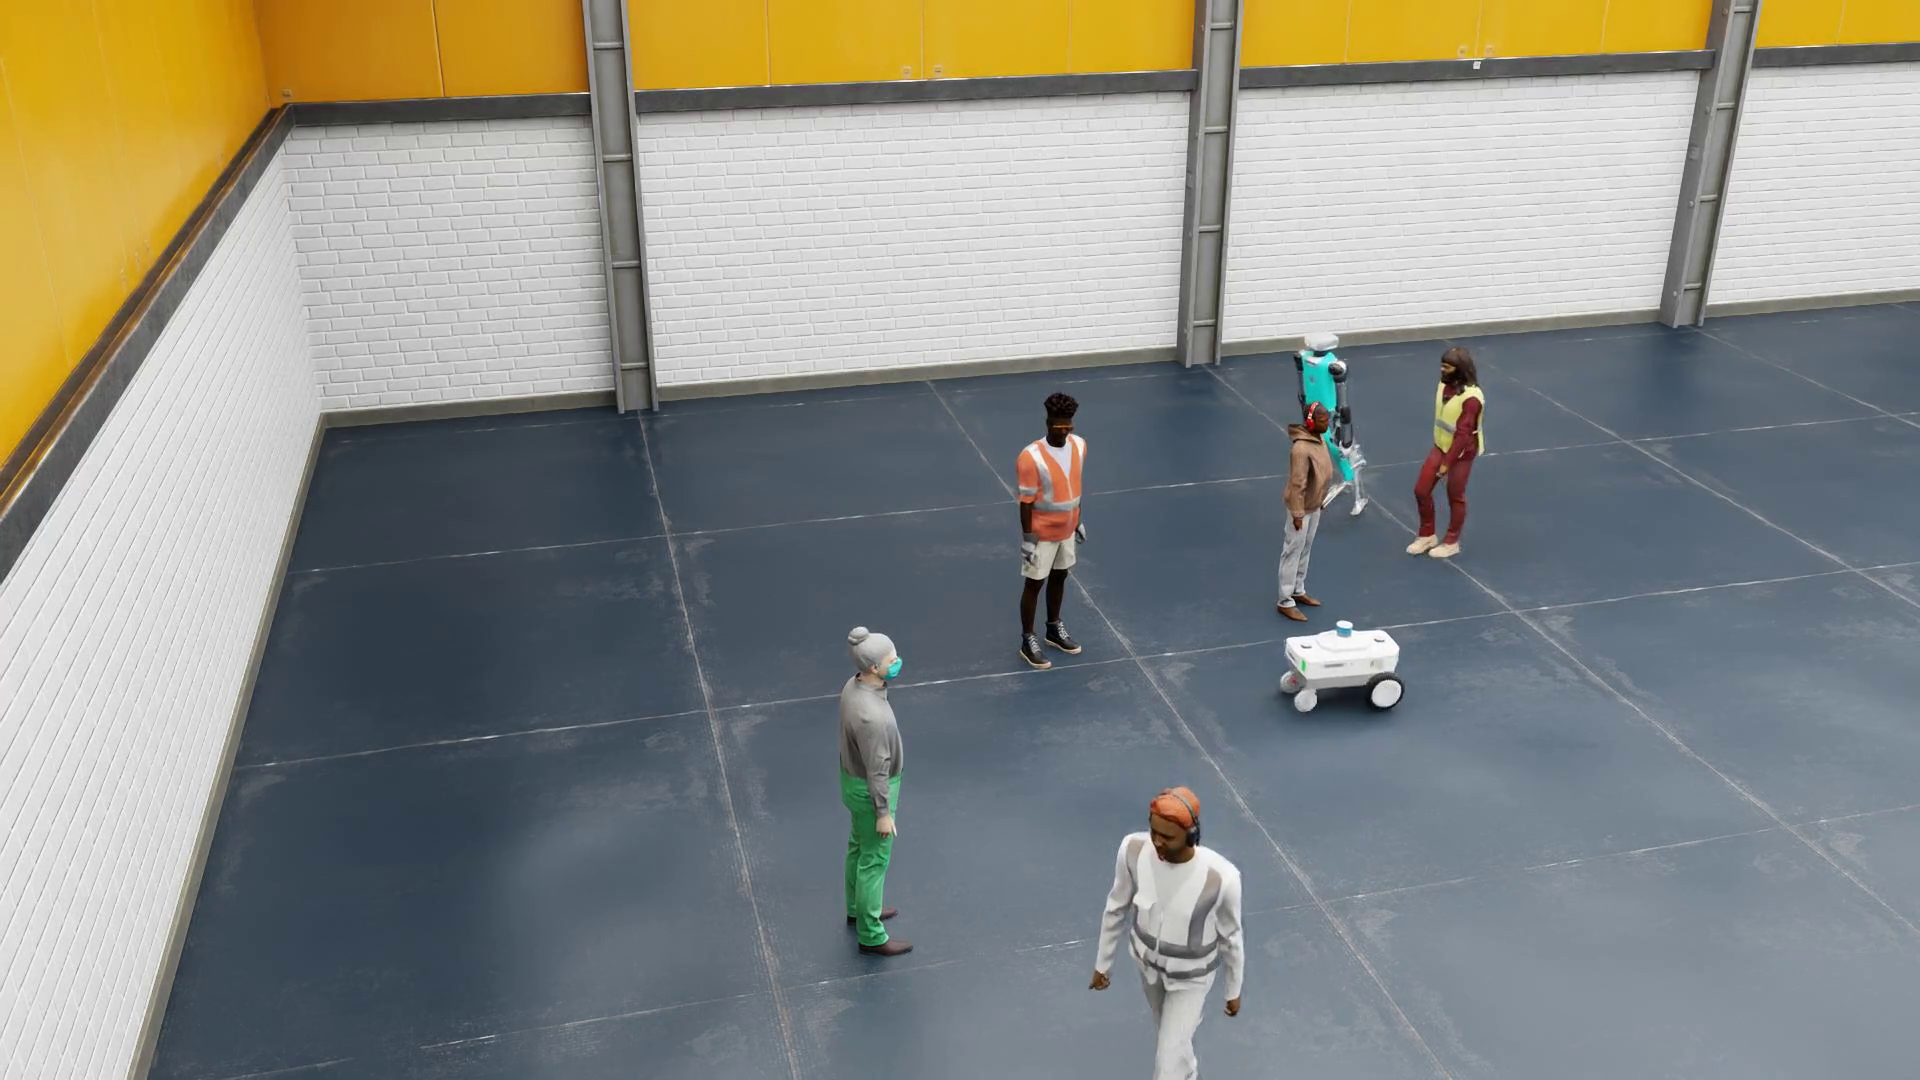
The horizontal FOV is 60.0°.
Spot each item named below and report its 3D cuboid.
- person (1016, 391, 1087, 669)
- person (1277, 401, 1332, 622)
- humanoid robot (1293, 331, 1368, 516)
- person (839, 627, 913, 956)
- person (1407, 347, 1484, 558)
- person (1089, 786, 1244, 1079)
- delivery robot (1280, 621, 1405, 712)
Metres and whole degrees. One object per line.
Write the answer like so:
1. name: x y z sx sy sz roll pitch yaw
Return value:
1. person: 0.641 -0.086 11.455 0.605 1.963 0.374 -20 31 -38
2. person: 2.518 -0.232 12.166 0.329 1.651 0.460 14 28 29
3. humanoid robot: 3.163 -0.916 13.671 0.995 1.726 0.530 -15 28 -30
4. person: -0.447 1.269 8.529 0.325 1.840 0.524 -6 24 -13
5. person: 3.801 -0.658 13.016 0.565 1.749 0.462 -12 26 -25
6. person: 0.846 1.888 7.128 0.612 1.832 0.981 18 29 35
7. delivery robot: 2.549 0.824 11.120 0.774 0.583 0.499 -4 24 -9
